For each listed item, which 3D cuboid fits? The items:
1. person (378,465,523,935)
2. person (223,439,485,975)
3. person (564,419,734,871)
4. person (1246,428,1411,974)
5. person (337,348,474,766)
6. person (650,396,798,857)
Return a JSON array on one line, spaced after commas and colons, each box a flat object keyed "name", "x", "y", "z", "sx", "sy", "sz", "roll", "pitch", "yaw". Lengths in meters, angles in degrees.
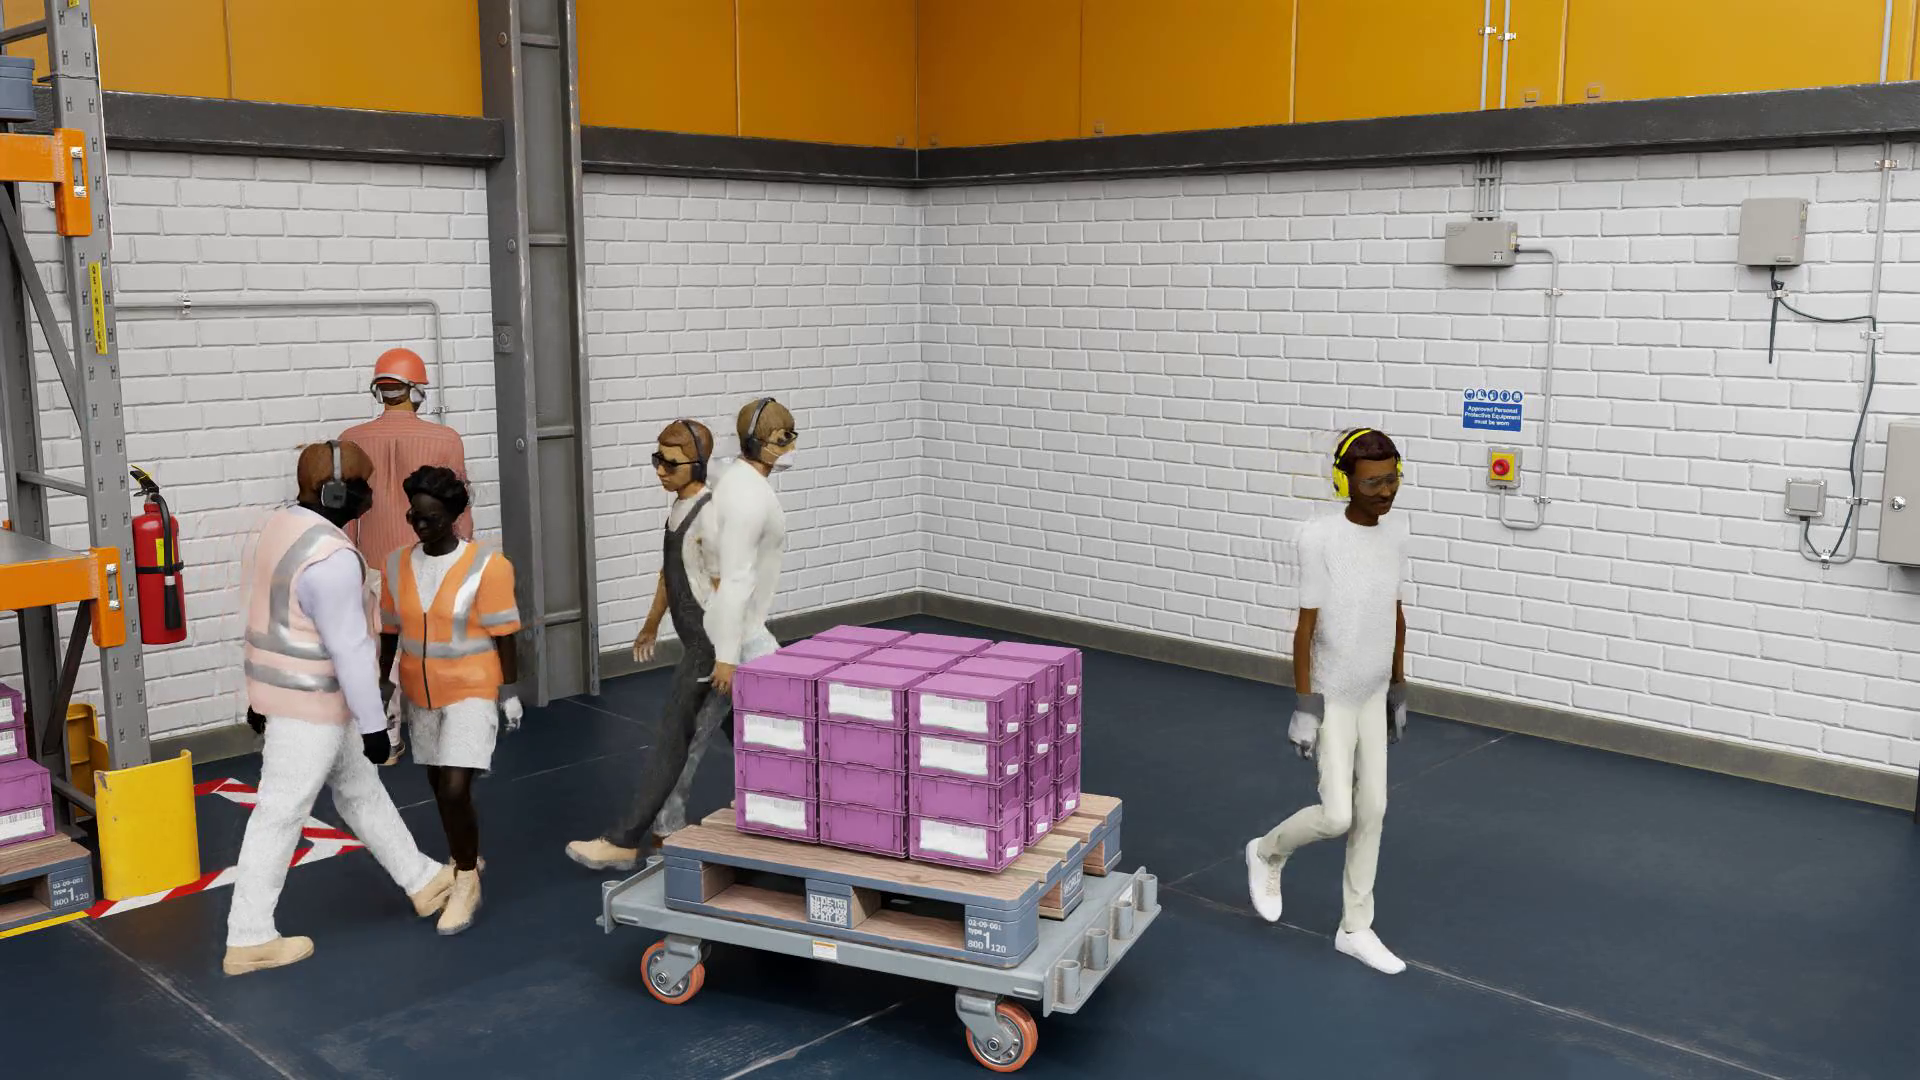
[{"name": "person", "x": -1.857, "y": 0.567, "z": 5.925, "sx": 0.555, "sy": 1.673, "sz": 0.567, "roll": 3, "pitch": 10, "yaw": 18}, {"name": "person", "x": -2.118, "y": 0.550, "z": 5.720, "sx": 0.972, "sy": 1.787, "sz": 0.644, "roll": -6, "pitch": 11, "yaw": -33}, {"name": "person", "x": -1.099, "y": 0.405, "z": 6.575, "sx": 0.938, "sy": 1.785, "sz": 0.599, "roll": -3, "pitch": 10, "yaw": -17}, {"name": "person", "x": 1.284, "y": 0.527, "z": 5.683, "sx": 0.535, "sy": 1.846, "sz": 0.570, "roll": -6, "pitch": 11, "yaw": -32}, {"name": "person", "x": -2.637, "y": 0.082, "z": 7.956, "sx": 0.622, "sy": 1.989, "sz": 0.399, "roll": -1, "pitch": 9, "yaw": -6}, {"name": "person", "x": -0.812, "y": 0.370, "z": 6.579, "sx": 0.935, "sy": 1.877, "sz": 0.699, "roll": -3, "pitch": 10, "yaw": -16}]
